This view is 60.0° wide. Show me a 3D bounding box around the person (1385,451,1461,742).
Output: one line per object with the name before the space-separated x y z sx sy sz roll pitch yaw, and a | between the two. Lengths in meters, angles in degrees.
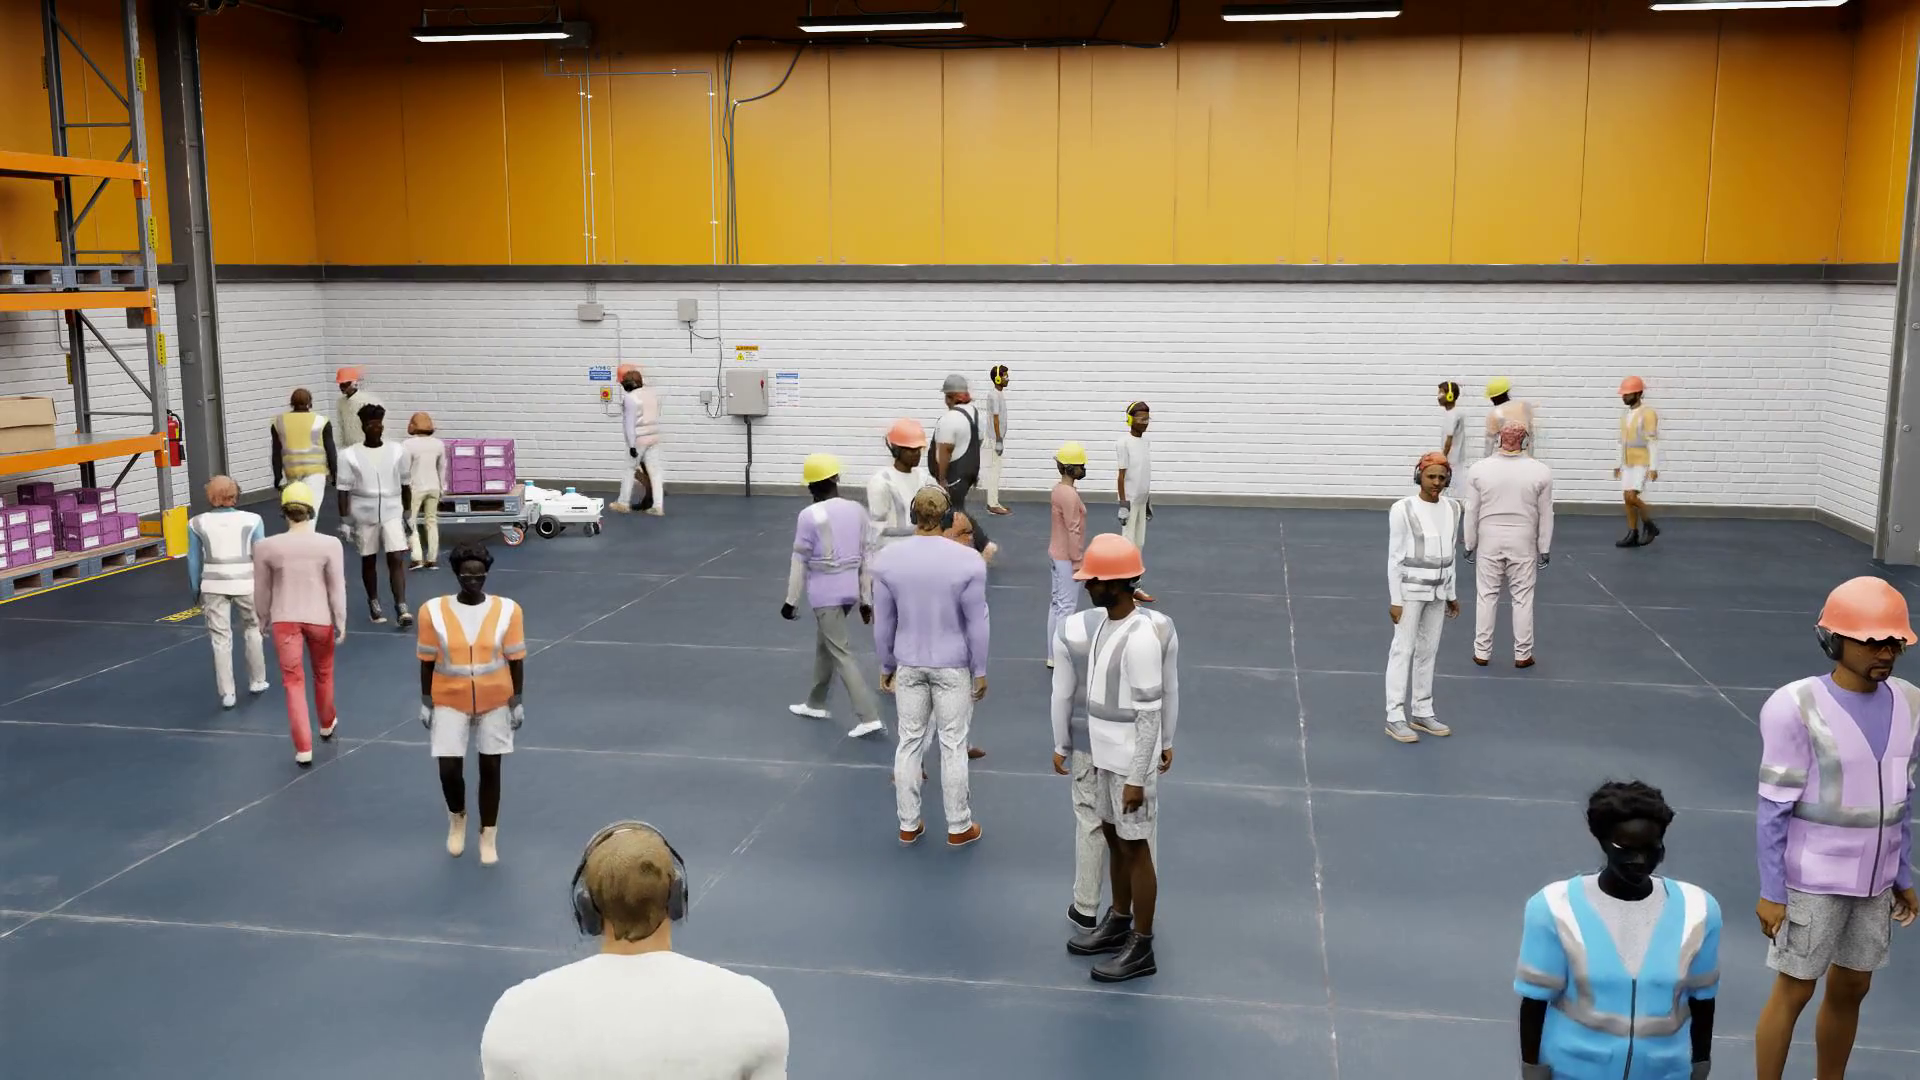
person | 3.017 0.361 10.820 0.575 1.882 0.361 -5 10 -28

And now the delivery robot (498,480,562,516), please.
delivery robot | -5.114 -0.465 19.758 0.707 0.478 0.477 -7 11 -36

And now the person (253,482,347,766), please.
person | -4.128 0.497 10.437 0.538 1.723 0.881 -3 10 -19

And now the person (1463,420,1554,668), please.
person | 4.207 0.032 12.784 0.654 1.906 0.407 3 10 20

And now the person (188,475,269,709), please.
person | -5.134 0.346 11.717 0.537 1.613 0.683 -3 10 -17

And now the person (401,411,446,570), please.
person | -5.467 -0.492 16.906 0.328 1.625 0.552 7 12 38

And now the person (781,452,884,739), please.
person | -0.818 0.352 10.956 0.970 1.869 0.576 7 11 36

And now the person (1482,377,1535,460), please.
person | 6.158 -0.896 18.673 0.674 1.874 0.369 -3 10 -18

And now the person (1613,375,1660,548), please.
person | 7.368 -0.842 18.193 0.462 1.911 0.608 -3 10 -16

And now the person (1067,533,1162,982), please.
person | 0.673 0.928 7.142 0.376 1.934 0.547 -2 9 -12

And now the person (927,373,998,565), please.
person | 0.023 -0.731 17.107 0.889 2.000 0.687 5 10 29

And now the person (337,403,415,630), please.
person | -4.921 -0.189 14.091 0.634 1.917 0.992 -5 10 -27

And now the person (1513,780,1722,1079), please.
person | 1.773 1.477 4.484 0.552 1.682 0.496 2 9 9

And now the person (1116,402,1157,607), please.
person | 1.607 -0.330 15.156 0.318 1.867 0.531 6 11 34

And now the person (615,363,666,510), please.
person | -4.034 -1.288 21.013 0.540 1.896 0.641 2 9 13

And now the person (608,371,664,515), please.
person | -4.067 -1.219 20.856 0.867 1.803 0.683 5 11 31

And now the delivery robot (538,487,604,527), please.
delivery robot | -4.466 -0.361 19.115 0.707 0.478 0.477 0 9 -2

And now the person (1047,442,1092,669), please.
person | 0.828 0.142 12.539 0.310 1.768 0.533 -2 9 -10

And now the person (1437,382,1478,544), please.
person | 5.432 -0.848 18.525 0.979 1.819 0.541 1 9 8

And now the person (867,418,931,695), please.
person | -0.334 0.157 11.698 0.592 2.038 0.644 5 11 30

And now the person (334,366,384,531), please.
person | -7.040 -1.103 19.744 0.655 1.948 0.923 6 11 35

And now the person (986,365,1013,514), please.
person | 0.491 -1.259 20.914 0.328 1.870 0.512 0 9 -2

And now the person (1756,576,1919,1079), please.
person | 2.965 1.125 5.578 0.616 2.041 0.379 -2 9 -15

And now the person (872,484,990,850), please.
person | -0.145 0.668 8.741 0.628 1.940 0.373 2 9 15

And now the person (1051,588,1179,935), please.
person | 0.702 0.899 7.622 0.588 1.837 0.404 -1 9 -6

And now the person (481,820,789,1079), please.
person | -0.655 1.551 3.405 0.668 1.902 0.810 -1 9 -8

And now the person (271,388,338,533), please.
person | -7.037 -0.727 17.859 0.644 1.802 0.959 -1 9 -6

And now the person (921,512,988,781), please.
person | -0.094 0.631 10.018 0.512 1.602 0.778 8 12 42

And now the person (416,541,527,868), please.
person | -2.463 0.835 8.440 0.541 1.686 0.364 -3 10 -19
